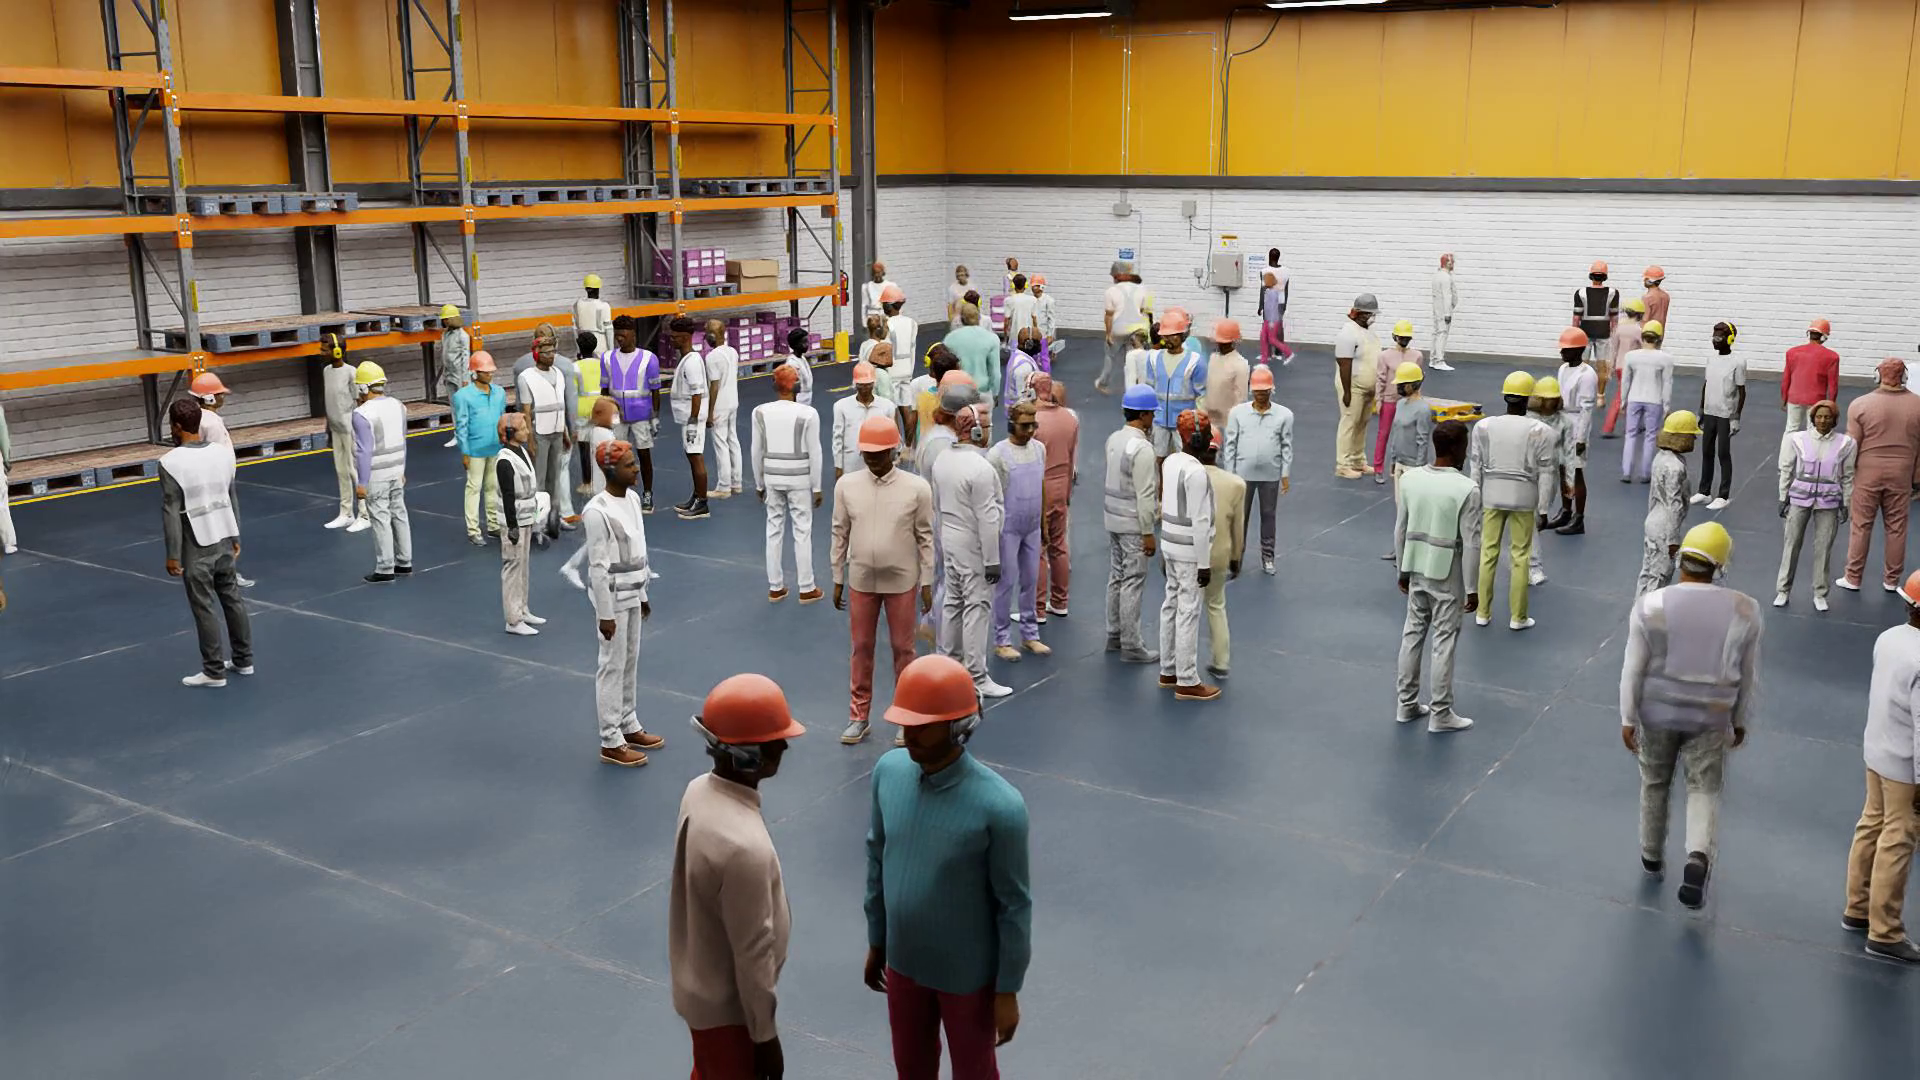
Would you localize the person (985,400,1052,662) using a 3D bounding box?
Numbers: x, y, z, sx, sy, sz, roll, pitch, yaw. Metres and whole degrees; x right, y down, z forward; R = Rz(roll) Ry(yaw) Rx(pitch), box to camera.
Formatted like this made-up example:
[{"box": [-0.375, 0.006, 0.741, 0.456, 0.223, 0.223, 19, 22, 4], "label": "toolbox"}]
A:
[{"box": [0.406, -0.066, 11.556, 0.515, 1.835, 0.359, -10, 16, -36], "label": "person"}]

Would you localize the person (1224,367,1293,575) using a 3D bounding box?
[{"box": [2.493, -0.575, 13.927, 0.560, 1.752, 0.324, 2, 13, 8], "label": "person"}]

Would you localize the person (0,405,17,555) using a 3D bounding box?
[{"box": [-8.552, -0.651, 14.500, 0.513, 1.644, 0.311, -9, 16, -36], "label": "person"}]

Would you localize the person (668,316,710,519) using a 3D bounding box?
[{"box": [-2.624, -1.190, 16.129, 0.362, 1.963, 0.614, -3, 13, -13], "label": "person"}]

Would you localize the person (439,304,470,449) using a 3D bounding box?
[{"box": [-6.059, -1.957, 19.969, 0.485, 1.737, 0.320, 10, 16, 37], "label": "person"}]

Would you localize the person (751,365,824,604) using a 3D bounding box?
[{"box": [-1.344, -0.432, 13.027, 0.575, 1.882, 0.359, 4, 14, 18], "label": "person"}]

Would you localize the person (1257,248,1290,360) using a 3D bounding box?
[{"box": [5.411, -4.066, 28.718, 0.593, 1.917, 0.391, -7, 15, -27], "label": "person"}]

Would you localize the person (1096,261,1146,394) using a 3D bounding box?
[{"box": [2.354, -3.085, 24.187, 0.693, 2.000, 1.073, -5, 14, -19], "label": "person"}]

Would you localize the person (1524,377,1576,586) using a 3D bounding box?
[{"box": [4.772, -0.474, 13.585, 0.511, 1.694, 0.877, 0, 13, -1], "label": "person"}]

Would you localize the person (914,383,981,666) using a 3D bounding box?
[{"box": [-0.014, -0.114, 11.301, 0.541, 2.000, 0.706, 0, 13, -2], "label": "person"}]

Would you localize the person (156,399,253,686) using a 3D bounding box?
[{"box": [-5.012, 0.014, 11.064, 0.405, 1.905, 0.606, 4, 14, 17], "label": "person"}]

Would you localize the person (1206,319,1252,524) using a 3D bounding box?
[{"box": [2.556, -1.121, 15.871, 0.448, 1.960, 0.713, -5, 14, -21], "label": "person"}]

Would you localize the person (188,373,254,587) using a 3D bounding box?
[{"box": [-6.036, -0.483, 13.522, 0.321, 1.755, 0.563, -11, 17, -39], "label": "person"}]

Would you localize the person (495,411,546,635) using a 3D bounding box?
[{"box": [-3.254, -0.128, 12.230, 0.306, 1.644, 0.523, -1, 13, -3], "label": "person"}]

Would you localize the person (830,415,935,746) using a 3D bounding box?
[{"box": [-0.463, 0.244, 9.852, 0.625, 1.990, 0.389, 2, 13, 9], "label": "person"}]

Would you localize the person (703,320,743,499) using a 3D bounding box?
[{"box": [-2.448, -1.334, 17.035, 0.341, 1.836, 0.516, 6, 14, 23], "label": "person"}]

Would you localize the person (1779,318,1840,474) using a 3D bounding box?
[{"box": [9.299, -1.552, 18.207, 0.574, 1.737, 0.354, 12, 17, 41], "label": "person"}]

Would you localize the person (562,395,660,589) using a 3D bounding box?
[{"box": [-2.869, -0.397, 13.524, 0.742, 1.587, 0.490, -3, 13, -13], "label": "person"}]

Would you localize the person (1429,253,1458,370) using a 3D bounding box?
[{"box": [7.981, -3.755, 27.388, 0.408, 1.905, 0.654, 0, 13, 0], "label": "person"}]

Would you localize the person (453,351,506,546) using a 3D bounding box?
[{"box": [-4.296, -0.838, 15.068, 0.336, 1.753, 0.564, 9, 16, 33], "label": "person"}]

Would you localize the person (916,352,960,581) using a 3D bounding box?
[{"box": [-0.141, -0.567, 13.535, 0.390, 1.919, 0.591, -9, 16, -35], "label": "person"}]

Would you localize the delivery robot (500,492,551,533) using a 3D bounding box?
[{"box": [-3.922, -0.266, 15.008, 0.477, 0.478, 0.707, -1, 13, -3], "label": "delivery robot"}]

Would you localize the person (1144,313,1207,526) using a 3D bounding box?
[{"box": [1.990, -1.111, 15.620, 0.614, 2.041, 0.389, 7, 15, 29], "label": "person"}]

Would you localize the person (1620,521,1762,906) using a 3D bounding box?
[{"box": [3.402, 0.816, 7.794, 0.595, 1.802, 0.720, 4, 14, 18], "label": "person"}]

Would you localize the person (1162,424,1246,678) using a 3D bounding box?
[{"box": [1.611, 0.090, 11.085, 0.568, 1.730, 0.424, -2, 13, -9], "label": "person"}]

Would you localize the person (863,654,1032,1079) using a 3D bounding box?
[{"box": [-0.064, 1.314, 5.207, 0.611, 1.996, 0.387, 10, 17, 38], "label": "person"}]

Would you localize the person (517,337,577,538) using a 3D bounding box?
[{"box": [-3.839, -0.962, 15.404, 0.390, 1.846, 0.565, 6, 14, 24], "label": "person"}]

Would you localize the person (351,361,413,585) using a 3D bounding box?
[{"box": [-4.763, -0.548, 13.638, 0.403, 1.831, 0.595, 4, 14, 18], "label": "person"}]

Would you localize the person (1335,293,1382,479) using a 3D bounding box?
[{"box": [4.373, -1.691, 18.141, 0.535, 2.000, 0.686, 10, 16, 37], "label": "person"}]

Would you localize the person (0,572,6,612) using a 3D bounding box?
[{"box": [-6.099, 0.284, 10.068, 0.511, 1.822, 0.662, -11, 17, -40], "label": "person"}]

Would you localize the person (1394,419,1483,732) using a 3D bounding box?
[{"box": [2.903, 0.216, 10.138, 0.376, 1.917, 0.600, -9, 16, -34], "label": "person"}]

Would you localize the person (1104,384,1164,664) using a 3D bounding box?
[{"box": [1.201, -0.113, 11.530, 0.407, 1.941, 0.606, -4, 13, -16], "label": "person"}]

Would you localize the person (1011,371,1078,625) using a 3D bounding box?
[{"box": [0.595, -0.319, 12.498, 0.402, 1.899, 0.651, 11, 17, 40], "label": "person"}]

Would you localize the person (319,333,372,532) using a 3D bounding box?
[{"box": [-5.765, -1.006, 15.560, 0.513, 1.865, 0.329, 8, 15, 33], "label": "person"}]

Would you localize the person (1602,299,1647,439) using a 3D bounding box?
[{"box": [8.395, -2.124, 20.721, 0.879, 1.720, 0.536, -4, 14, -16], "label": "person"}]

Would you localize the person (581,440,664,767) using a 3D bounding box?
[{"box": [-1.954, 0.355, 9.611, 0.355, 1.884, 0.575, 2, 13, 10], "label": "person"}]

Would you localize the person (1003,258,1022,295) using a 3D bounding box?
[{"box": [0.964, -4.370, 30.636, 0.310, 1.642, 0.514, 10, 17, 38], "label": "person"}]
